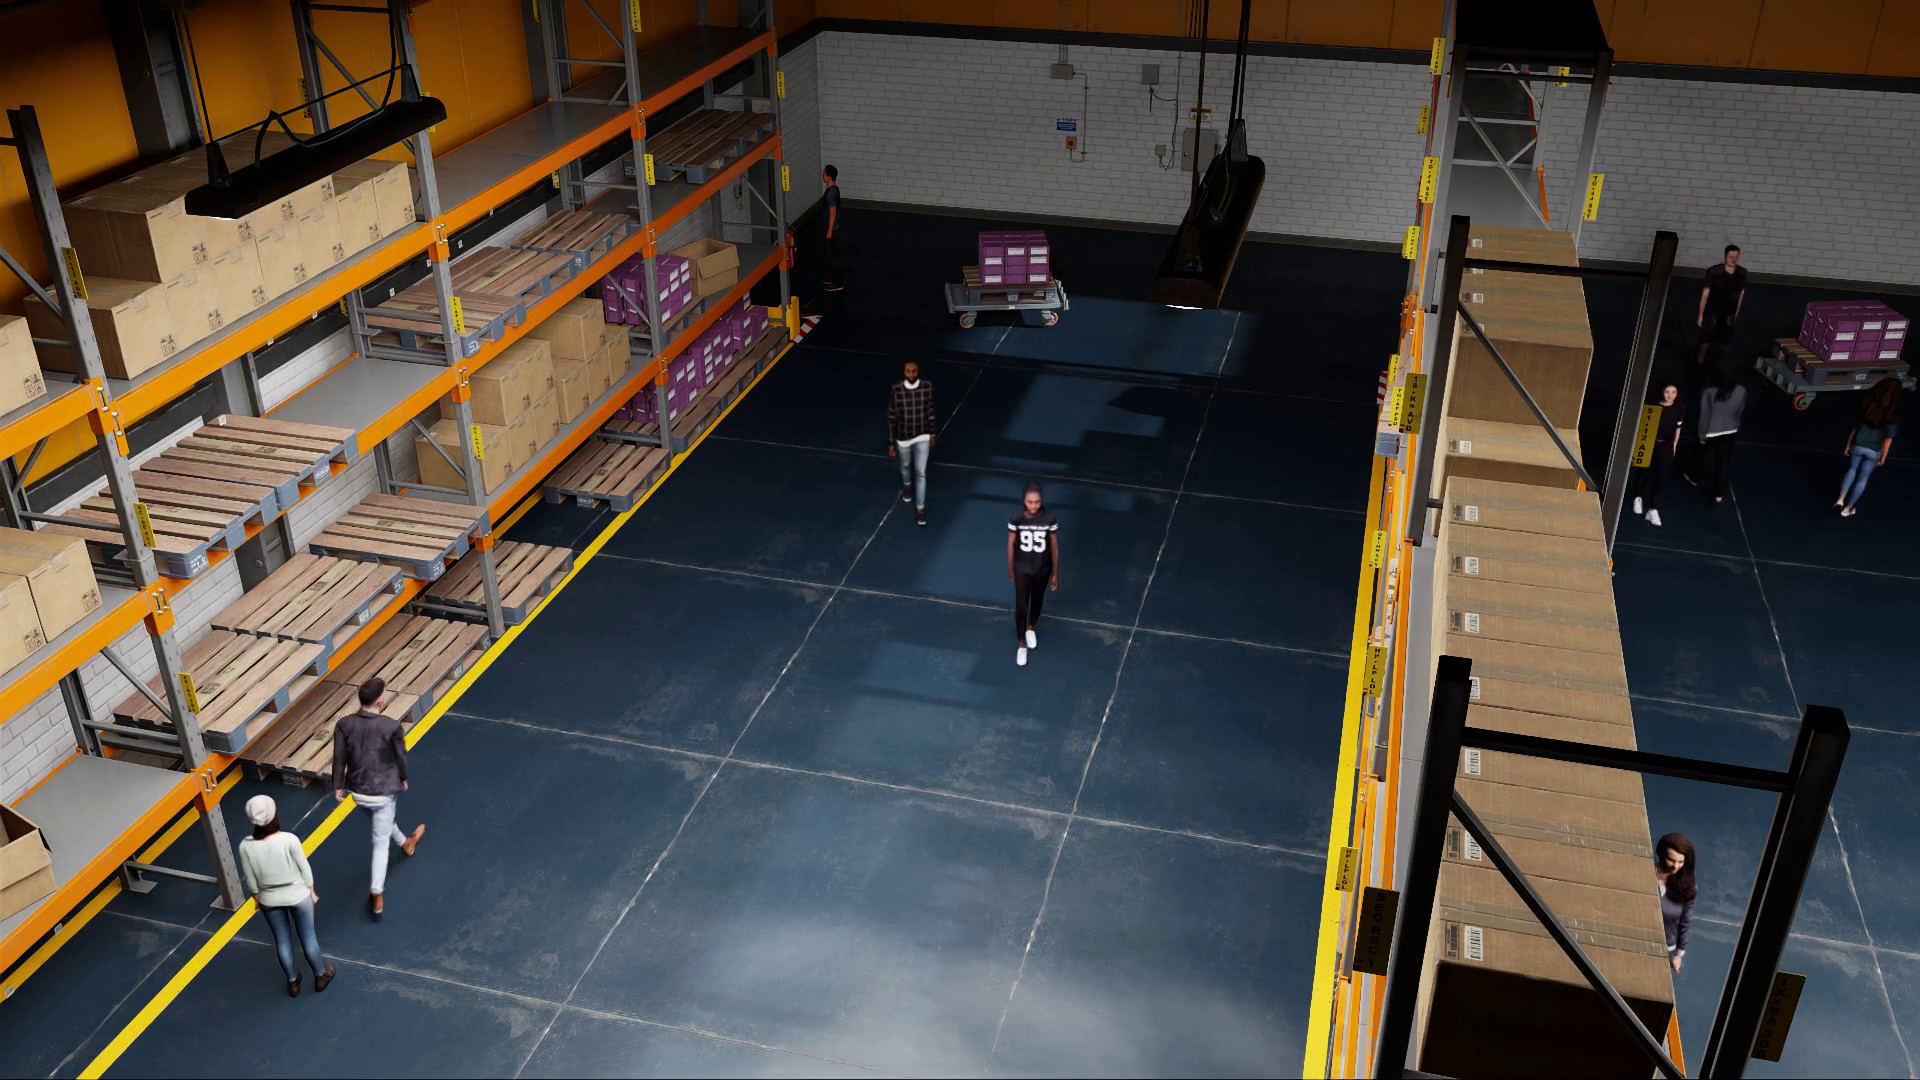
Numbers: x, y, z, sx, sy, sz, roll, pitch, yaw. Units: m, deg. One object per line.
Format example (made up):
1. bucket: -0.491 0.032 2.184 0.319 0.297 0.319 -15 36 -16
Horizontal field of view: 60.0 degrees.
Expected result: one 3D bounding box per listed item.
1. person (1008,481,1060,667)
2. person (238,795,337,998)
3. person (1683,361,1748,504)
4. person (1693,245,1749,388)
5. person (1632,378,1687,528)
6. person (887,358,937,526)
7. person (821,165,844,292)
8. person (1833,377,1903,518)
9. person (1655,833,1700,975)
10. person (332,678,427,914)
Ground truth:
1. person: 0.666 0.233 15.356 0.765 1.711 0.930 -2 29 -4
2. person: -4.630 2.429 11.394 0.640 1.650 0.630 -4 29 -8
3. person: 8.235 -1.145 18.036 0.778 1.563 1.054 3 29 6
4. person: 9.460 -2.826 20.835 0.748 1.834 0.677 2 29 4
5. person: 7.401 -1.012 17.739 0.697 1.615 0.898 2 29 5
6. person: -0.522 -1.135 17.805 0.980 1.767 1.306 -2 29 -4
7. person: -1.836 -4.503 23.933 0.778 1.810 0.589 -1 29 -2
8. person: 9.588 -0.946 17.630 0.791 1.603 0.737 -24 37 -37
9. person: 4.503 2.624 10.916 0.613 1.764 0.525 8 30 14
10. person: -4.333 1.911 12.204 0.844 1.782 1.197 0 29 0
